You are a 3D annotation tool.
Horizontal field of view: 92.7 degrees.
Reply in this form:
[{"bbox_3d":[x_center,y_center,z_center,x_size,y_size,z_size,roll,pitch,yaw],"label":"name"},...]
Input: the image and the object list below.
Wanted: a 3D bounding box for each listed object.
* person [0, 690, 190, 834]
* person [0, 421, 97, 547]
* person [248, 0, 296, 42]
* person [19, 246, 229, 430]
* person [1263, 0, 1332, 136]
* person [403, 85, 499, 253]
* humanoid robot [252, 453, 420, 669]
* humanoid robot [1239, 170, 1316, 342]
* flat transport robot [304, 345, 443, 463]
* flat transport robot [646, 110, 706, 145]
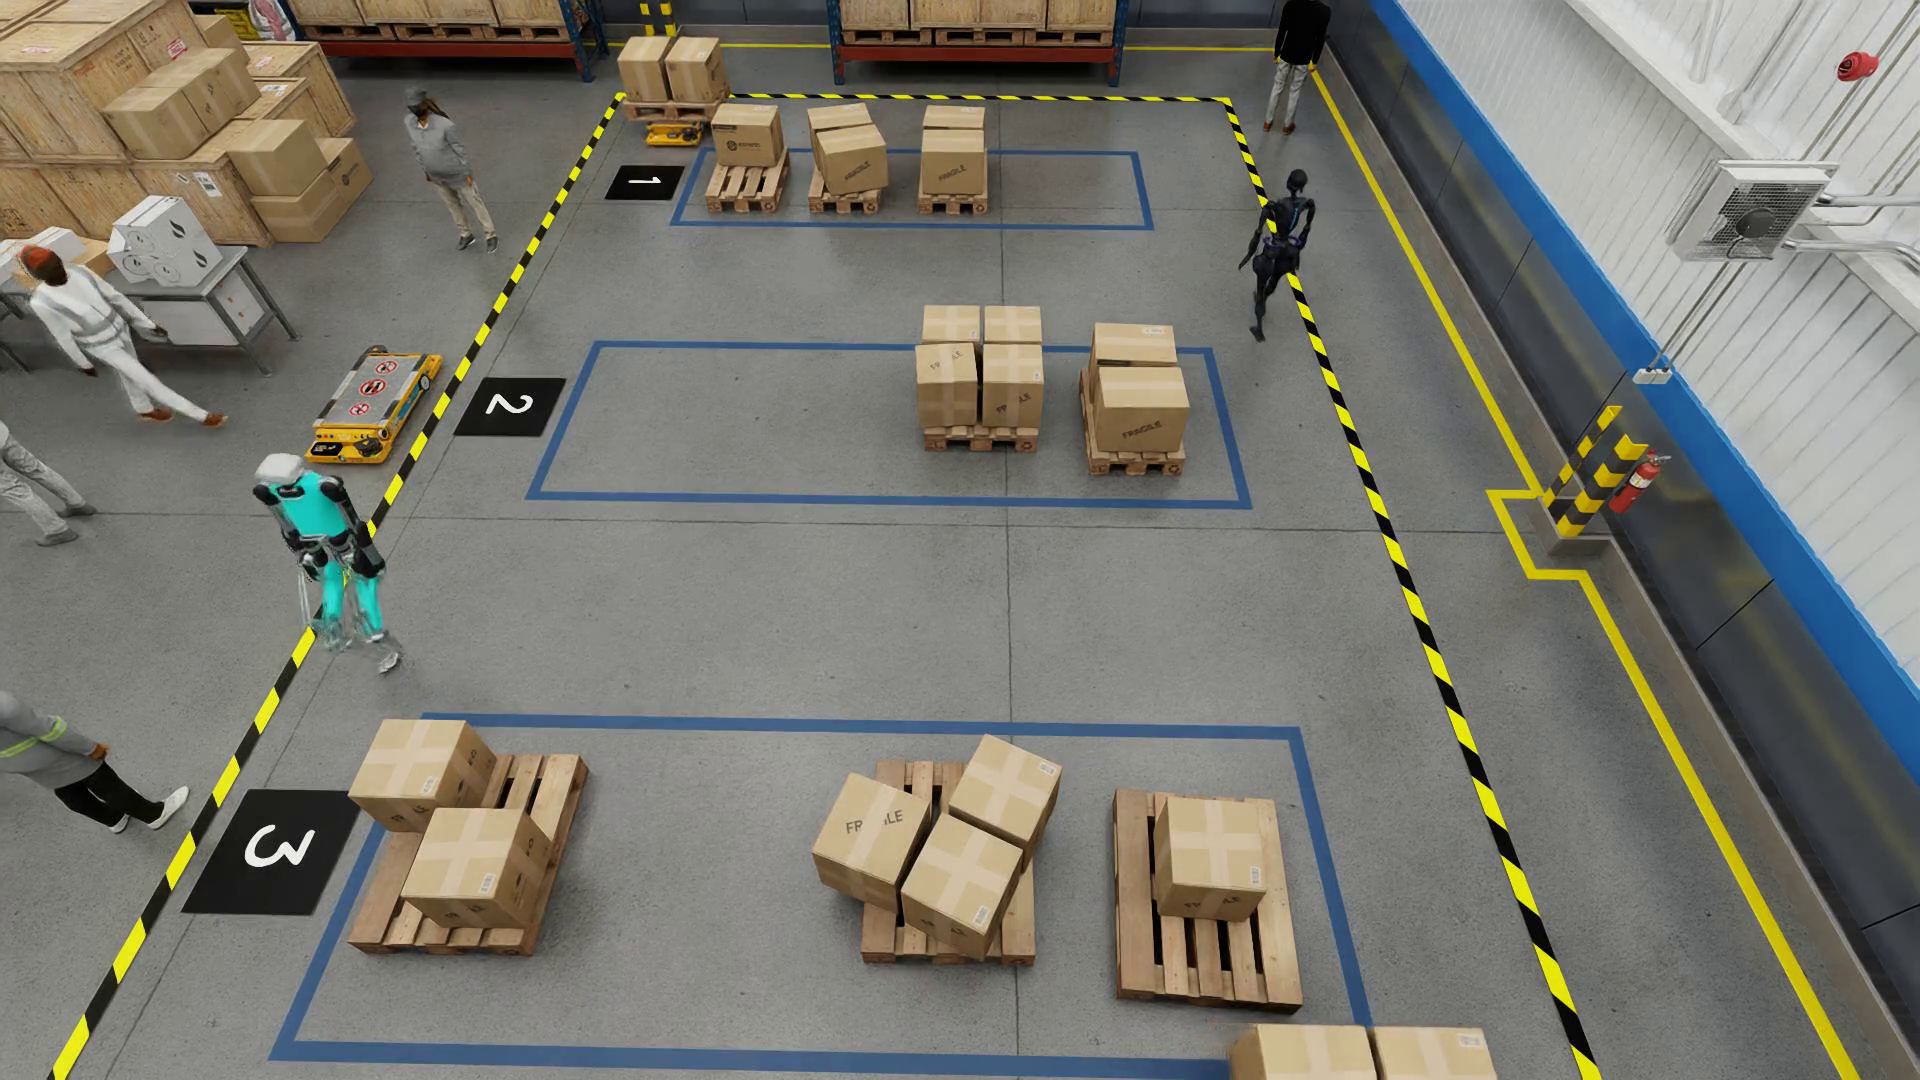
[{"bbox_3d":[-5.327,1.197,5.317,0.596,1.852,0.364,-2,50,-2],"label":"person"},{"bbox_3d":[-7.422,-0.725,6.889,0.424,1.939,0.608,-7,50,-6],"label":"person"},{"bbox_3d":[-8.781,-6.471,11.817,0.404,1.834,0.590,-23,53,-18],"label":"person"},{"bbox_3d":[-7.088,-1.670,7.748,0.986,1.832,0.580,2,50,2],"label":"person"},{"bbox_3d":[4.186,-6.020,11.404,0.590,1.884,0.353,22,53,17],"label":"person"},{"bbox_3d":[-5.398,-3.900,9.683,0.564,1.769,0.395,6,50,5],"label":"person"},{"bbox_3d":[-4.199,0.310,6.173,0.543,1.815,0.818,-3,50,-2],"label":"humanoid robot"},{"bbox_3d":[3.005,-2.775,8.806,0.587,1.636,0.699,-7,50,-6],"label":"humanoid robot"},{"bbox_3d":[-5.383,-1.269,8.441,0.659,0.231,1.431,1,50,1],"label":"flat transport robot"},{"bbox_3d":[-3.678,-5.653,12.132,0.652,0.197,1.431,1,50,1],"label":"flat transport robot"}]
